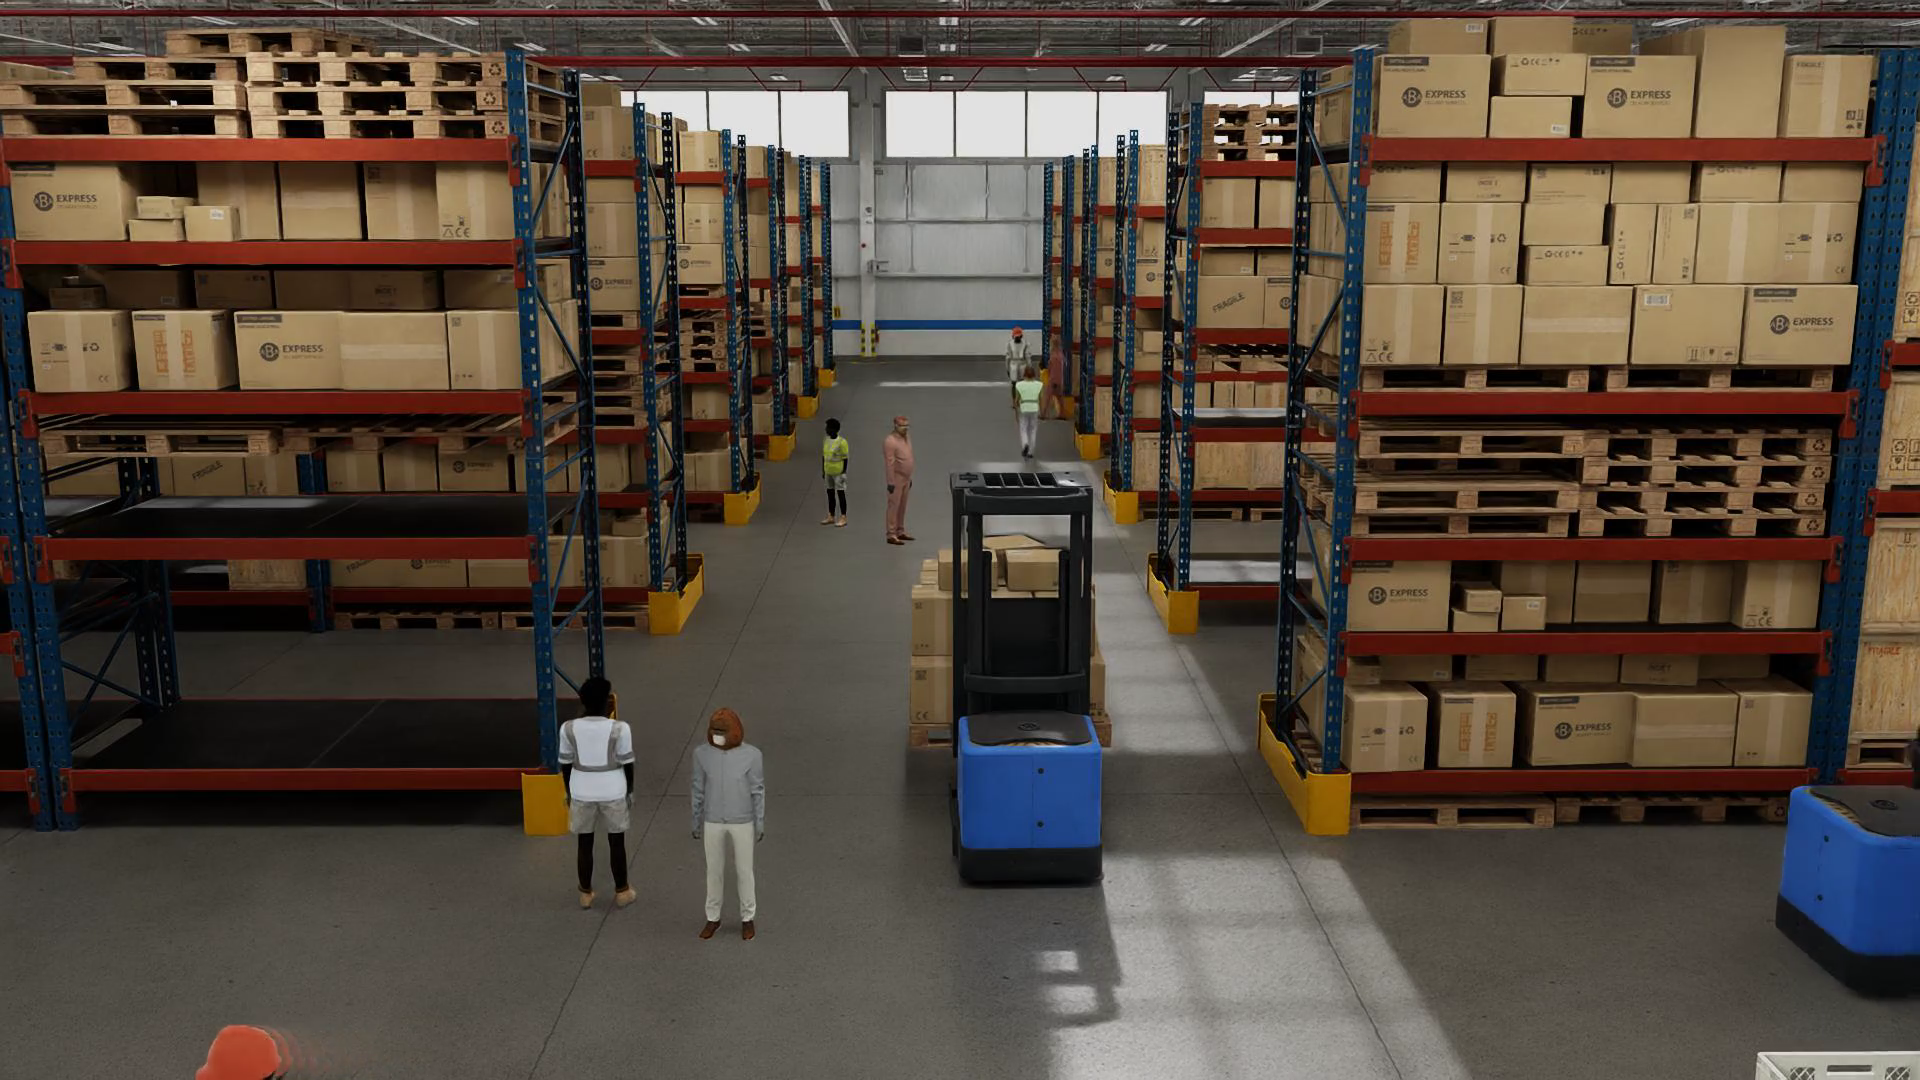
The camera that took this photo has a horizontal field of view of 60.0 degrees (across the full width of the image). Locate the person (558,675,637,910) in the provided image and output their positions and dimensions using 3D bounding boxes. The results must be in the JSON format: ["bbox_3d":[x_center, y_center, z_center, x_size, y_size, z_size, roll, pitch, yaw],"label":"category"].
[{"bbox_3d":[-2.551,1.790,11.771,0.540,1.695,0.317,0,11,1],"label":"person"}]

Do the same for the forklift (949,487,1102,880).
[{"bbox_3d":[0.495,0.986,12.813,1.129,2.768,1.873,0,11,-2],"label":"forklift"}]

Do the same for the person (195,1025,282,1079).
[{"bbox_3d":[-2.575,2.764,6.436,0.802,1.916,0.550,0,11,1],"label":"person"}]

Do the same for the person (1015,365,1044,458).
[{"bbox_3d":[1.370,-2.512,32.745,0.559,1.836,0.469,0,11,0],"label":"person"}]

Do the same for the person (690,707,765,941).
[{"bbox_3d":[-1.573,1.922,11.279,0.508,1.632,0.274,1,11,3],"label":"person"}]

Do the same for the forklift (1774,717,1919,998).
[{"bbox_3d":[6.514,1.413,10.696,1.873,2.768,1.129,0,11,-1],"label":"forklift"}]

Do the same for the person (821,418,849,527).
[{"bbox_3d":[-1.952,-1.051,25.843,0.539,1.698,0.318,10,15,41],"label":"person"}]

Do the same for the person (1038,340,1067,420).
[{"bbox_3d":[2.095,-3.713,38.612,0.896,1.869,0.657,6,13,26],"label":"person"}]

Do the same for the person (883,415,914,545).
[{"bbox_3d":[-0.874,-0.894,24.561,0.400,1.905,0.644,5,13,25],"label":"person"}]

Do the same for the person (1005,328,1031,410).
[{"bbox_3d":[1.427,-4.198,40.734,0.630,1.987,1.048,0,11,1],"label":"person"}]
